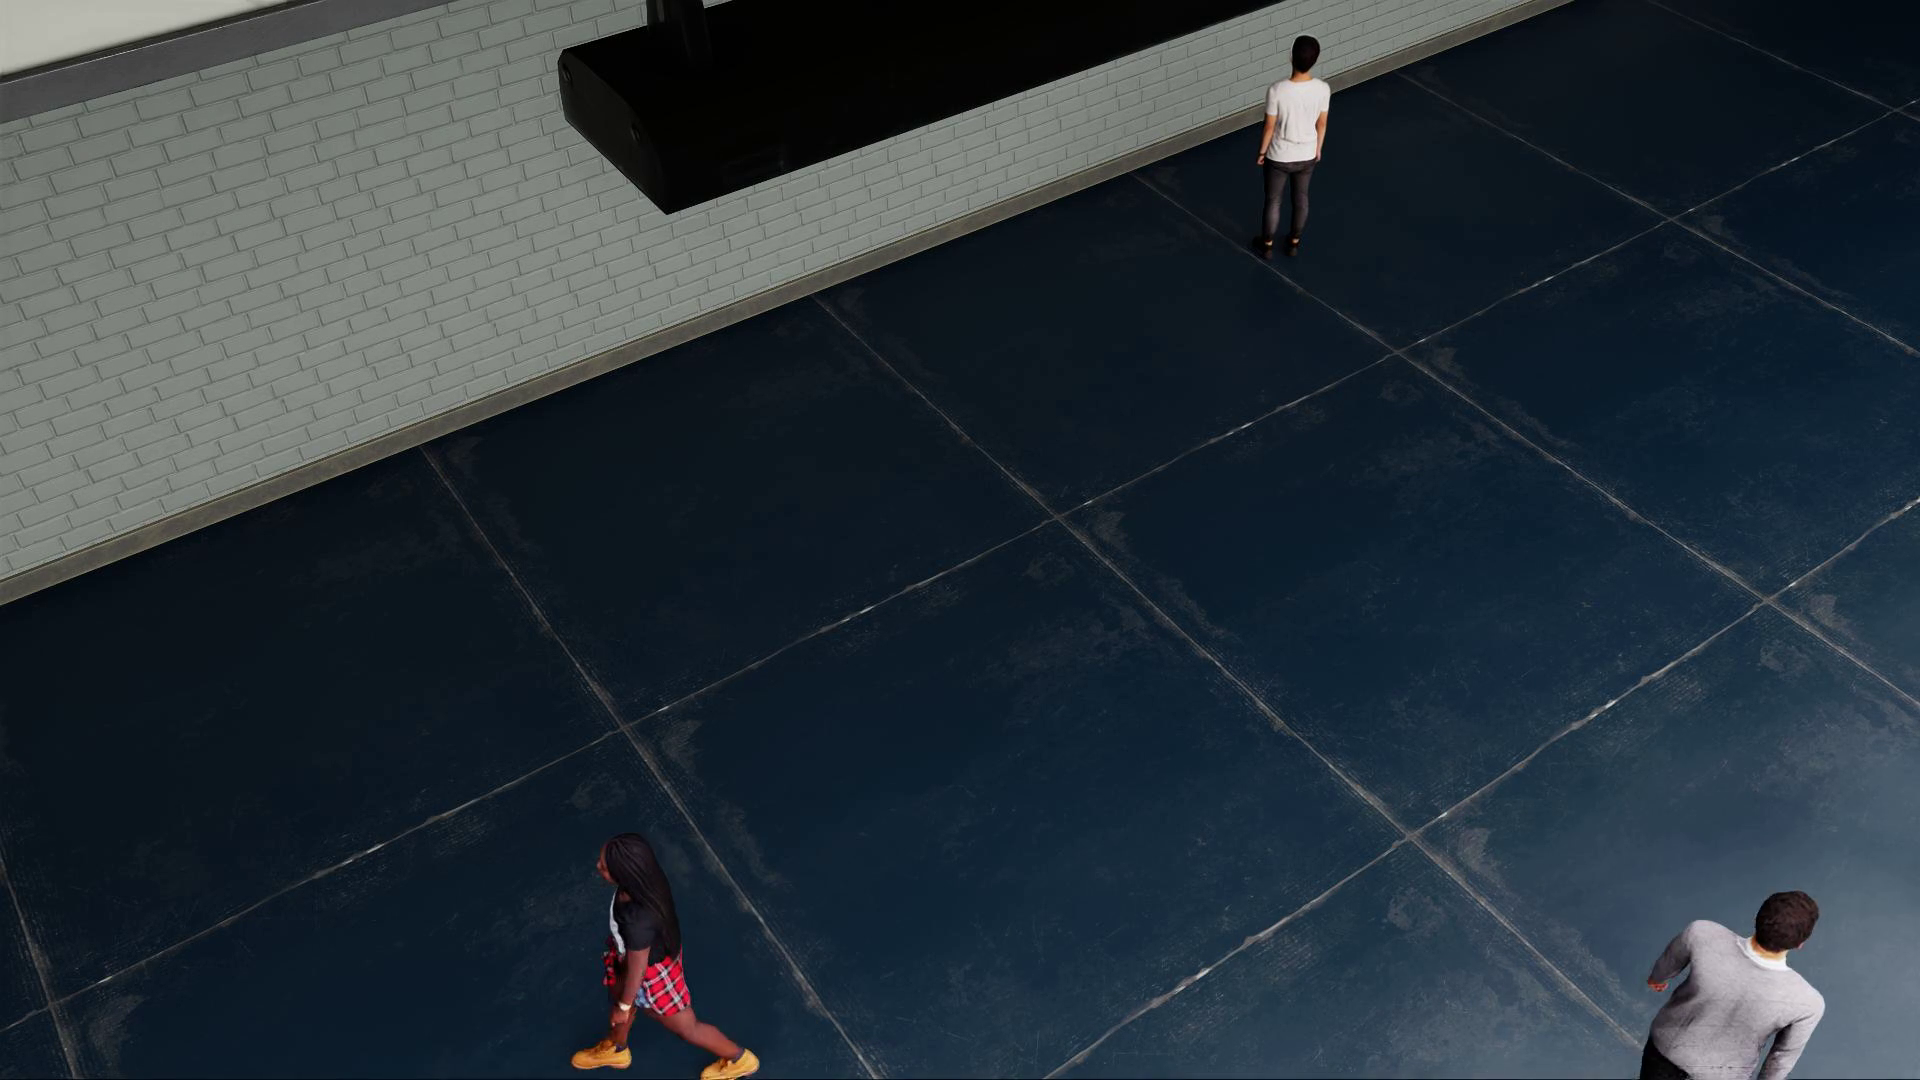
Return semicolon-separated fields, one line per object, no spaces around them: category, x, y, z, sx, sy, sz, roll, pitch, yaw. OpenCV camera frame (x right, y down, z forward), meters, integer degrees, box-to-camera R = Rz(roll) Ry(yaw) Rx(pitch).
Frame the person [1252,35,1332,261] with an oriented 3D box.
person;2.389;-2.819;11.998;0.705;1.722;0.705;-3;43;-4

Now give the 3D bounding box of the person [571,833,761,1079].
person;-1.228;1.835;7.036;0.928;1.691;1.087;-8;44;-9

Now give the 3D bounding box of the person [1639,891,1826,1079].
person;2.923;2.079;6.643;1.222;1.870;1.029;29;50;28
